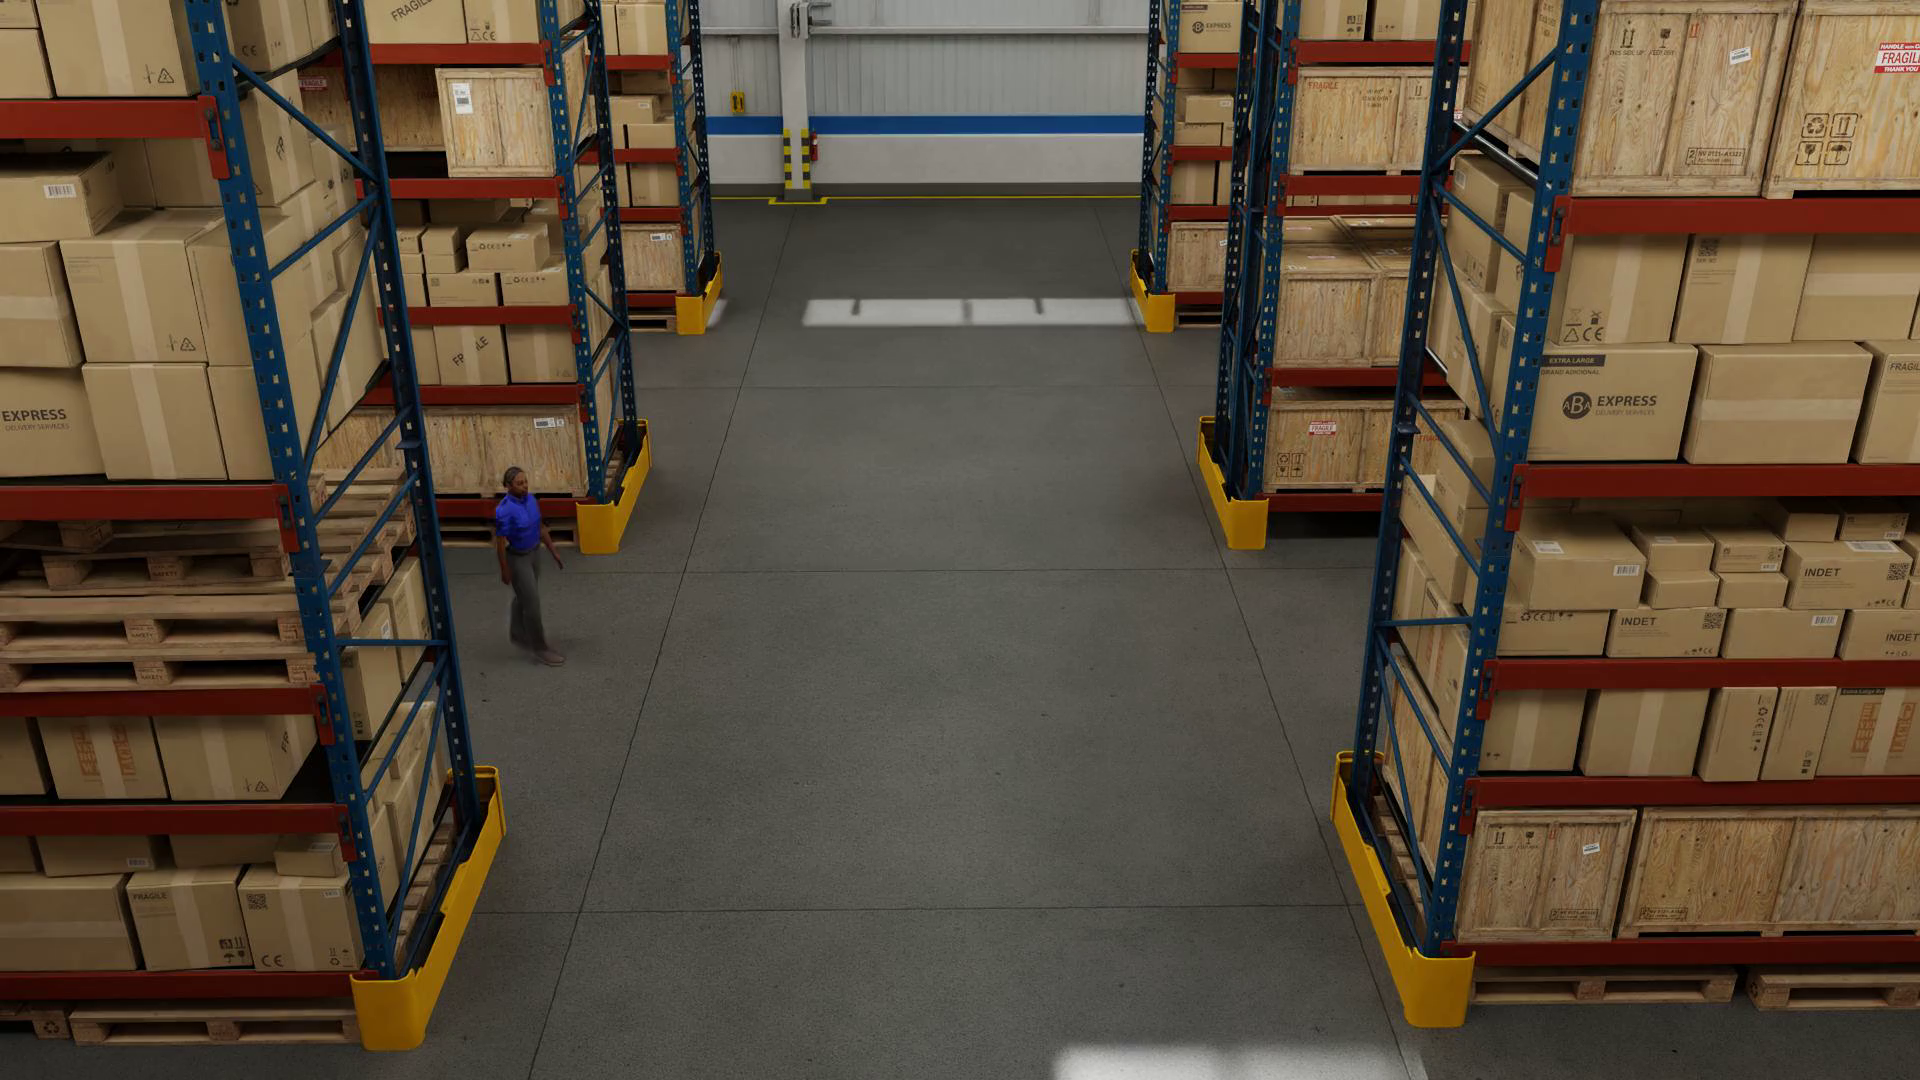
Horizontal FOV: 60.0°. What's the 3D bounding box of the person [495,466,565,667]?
[{"bbox_3d":[-3.513,0.179,13.598,0.628,1.657,0.462,9,26,18],"label":"person"}]
